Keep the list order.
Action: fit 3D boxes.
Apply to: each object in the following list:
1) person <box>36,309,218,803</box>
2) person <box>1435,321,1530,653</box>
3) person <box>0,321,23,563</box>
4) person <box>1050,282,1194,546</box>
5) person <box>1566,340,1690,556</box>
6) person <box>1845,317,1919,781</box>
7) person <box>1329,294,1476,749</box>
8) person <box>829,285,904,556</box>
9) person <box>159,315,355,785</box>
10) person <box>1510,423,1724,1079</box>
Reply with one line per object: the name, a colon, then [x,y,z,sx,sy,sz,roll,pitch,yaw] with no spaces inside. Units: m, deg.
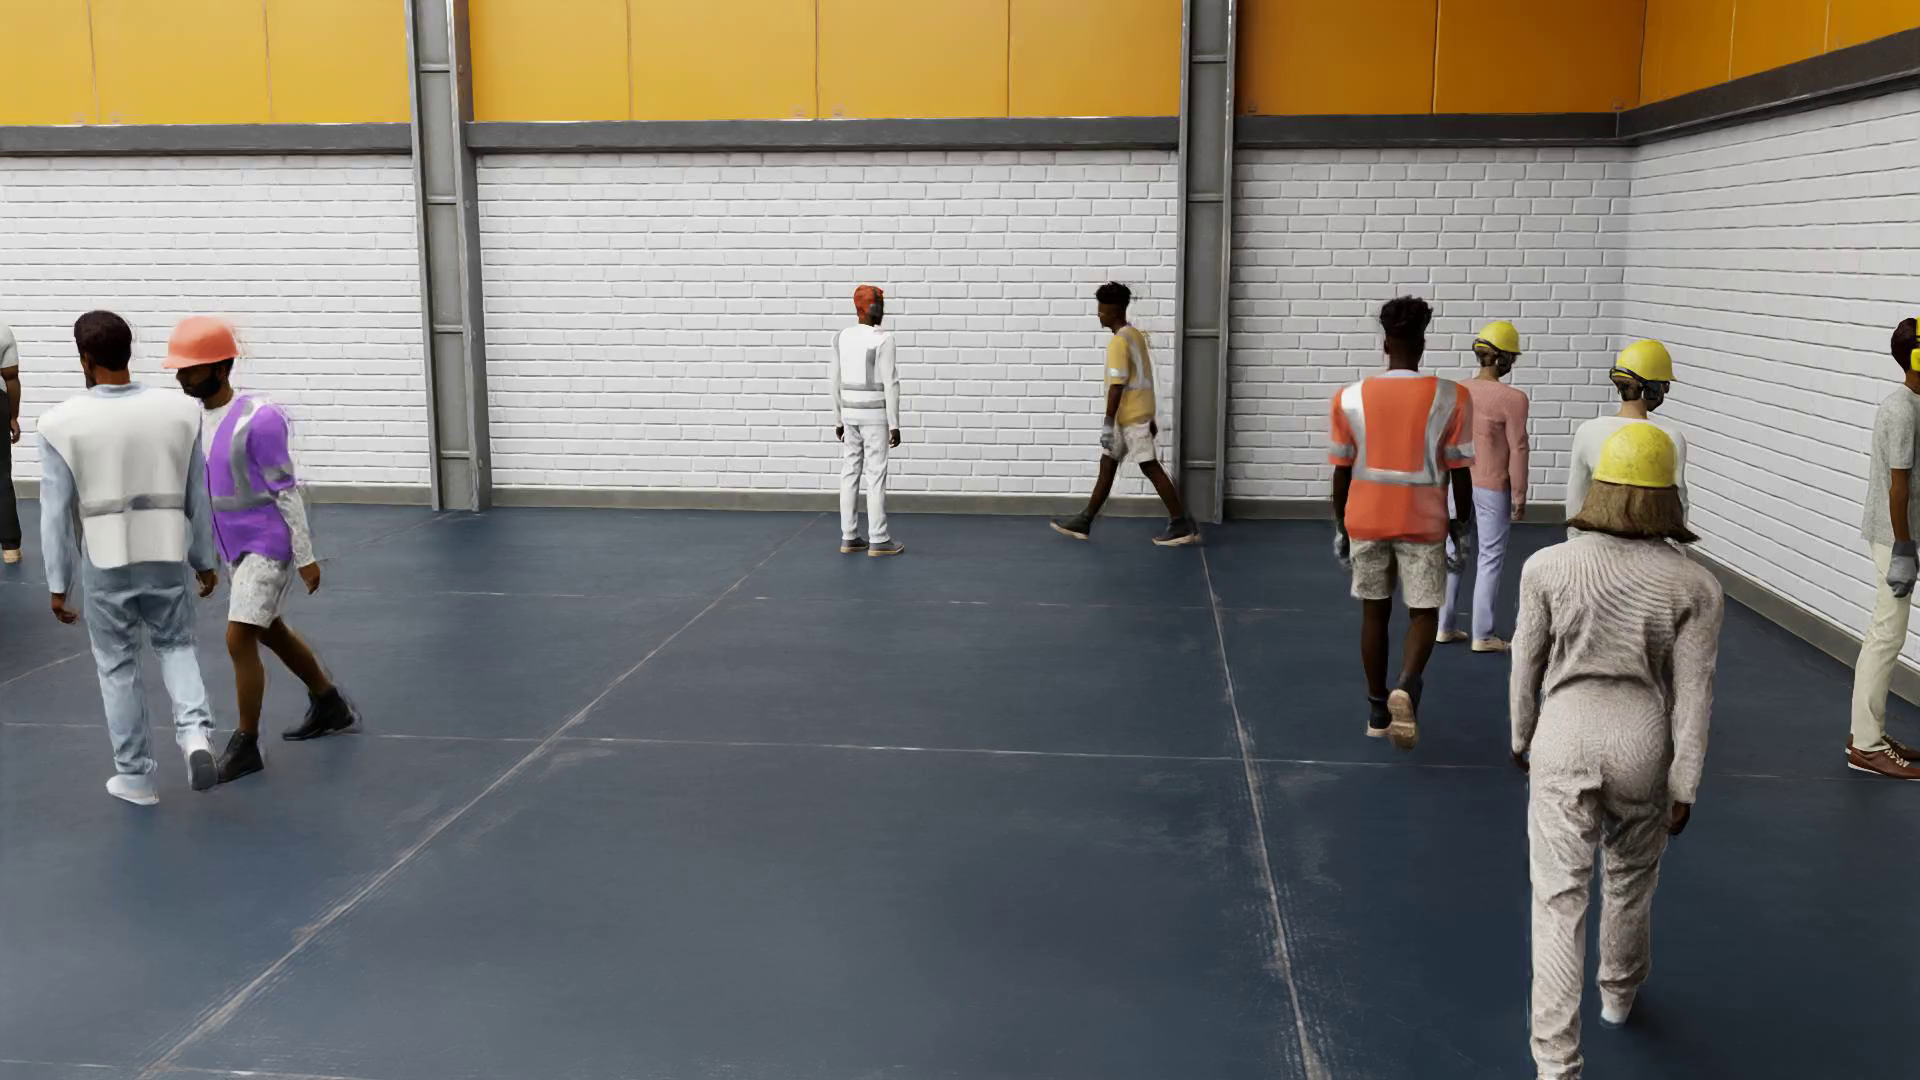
person: [-3.120,0.087,6.284,0.549,1.905,0.621,10,14,44]
person: [2.782,-0.276,8.820,0.336,1.757,0.532,-7,12,-36]
person: [-6.709,-0.837,11.203,0.686,2.000,0.538,-7,12,-36]
person: [1.208,-0.904,11.992,1.075,1.897,0.617,3,10,15]
person: [2.725,0.071,6.791,0.327,1.767,0.533,-6,12,-32]
person: [3.846,0.022,6.764,0.328,1.876,0.514,5,11,28]
person: [1.848,-0.060,7.056,0.607,1.944,0.712,5,11,25]
person: [-0.651,-0.831,11.619,0.583,1.882,0.337,8,13,37]
person: [-2.879,0.006,6.890,0.564,1.887,0.846,6,12,32]
person: [1.657,0.546,4.269,0.489,1.697,0.904,4,11,20]
